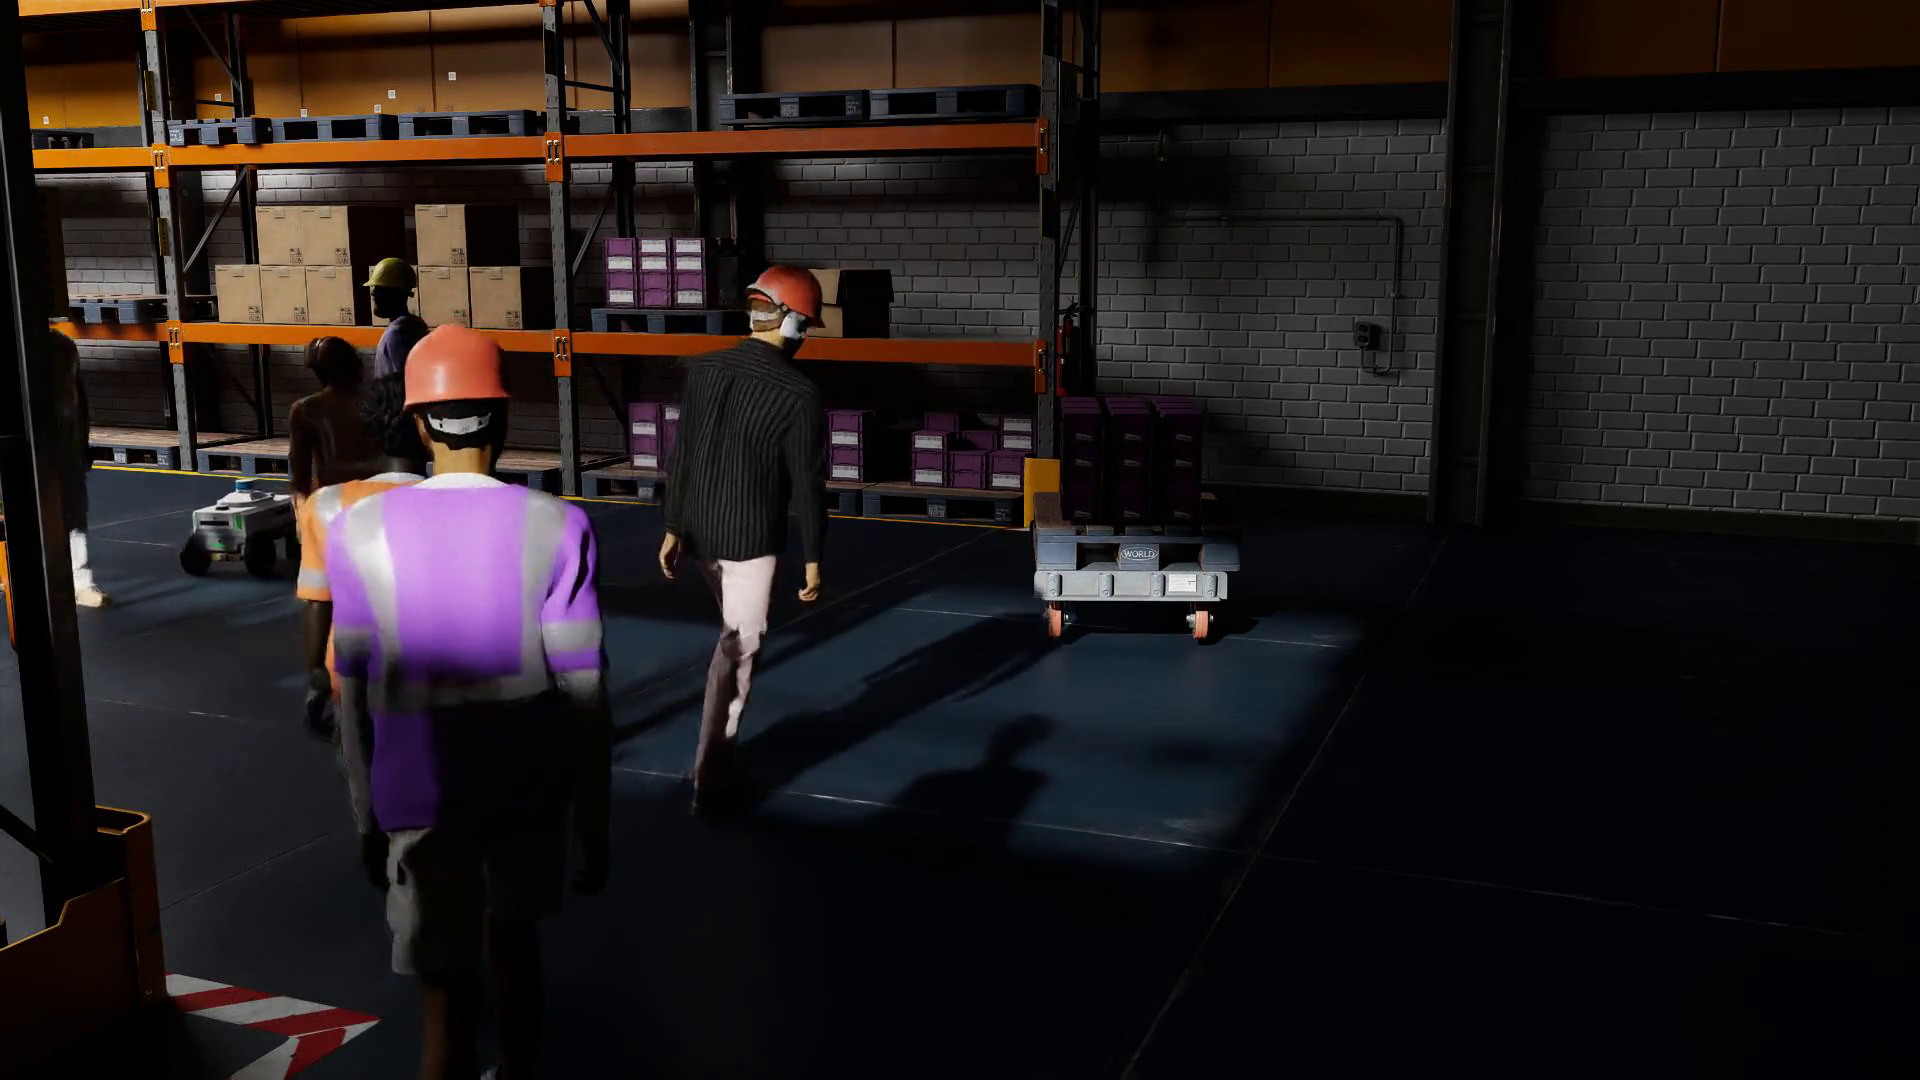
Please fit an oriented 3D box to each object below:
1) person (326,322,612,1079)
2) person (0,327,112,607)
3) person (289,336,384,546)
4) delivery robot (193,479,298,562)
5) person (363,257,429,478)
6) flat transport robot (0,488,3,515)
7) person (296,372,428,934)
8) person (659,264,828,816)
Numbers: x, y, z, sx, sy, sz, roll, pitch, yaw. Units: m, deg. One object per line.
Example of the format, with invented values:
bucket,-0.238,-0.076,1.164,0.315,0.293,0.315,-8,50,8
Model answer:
person,-0.959,0.515,3.315,0.539,1.876,0.994,-3,11,-15
person,-5.153,-0.516,9.194,0.753,1.810,0.648,5,11,25
person,-2.705,-0.112,7.494,0.675,1.611,0.551,9,14,41
delivery robot,-4.404,-0.132,10.273,0.477,0.478,0.707,1,10,7
person,-3.229,-0.664,9.666,0.357,1.930,0.591,-2,10,-10
flat transport robot,-7.316,-0.295,12.231,0.652,0.197,1.431,-10,14,-43
person,-1.505,0.366,4.643,0.548,1.667,0.773,-1,10,-7
person,-0.739,0.007,5.884,0.653,1.944,0.592,8,13,38
